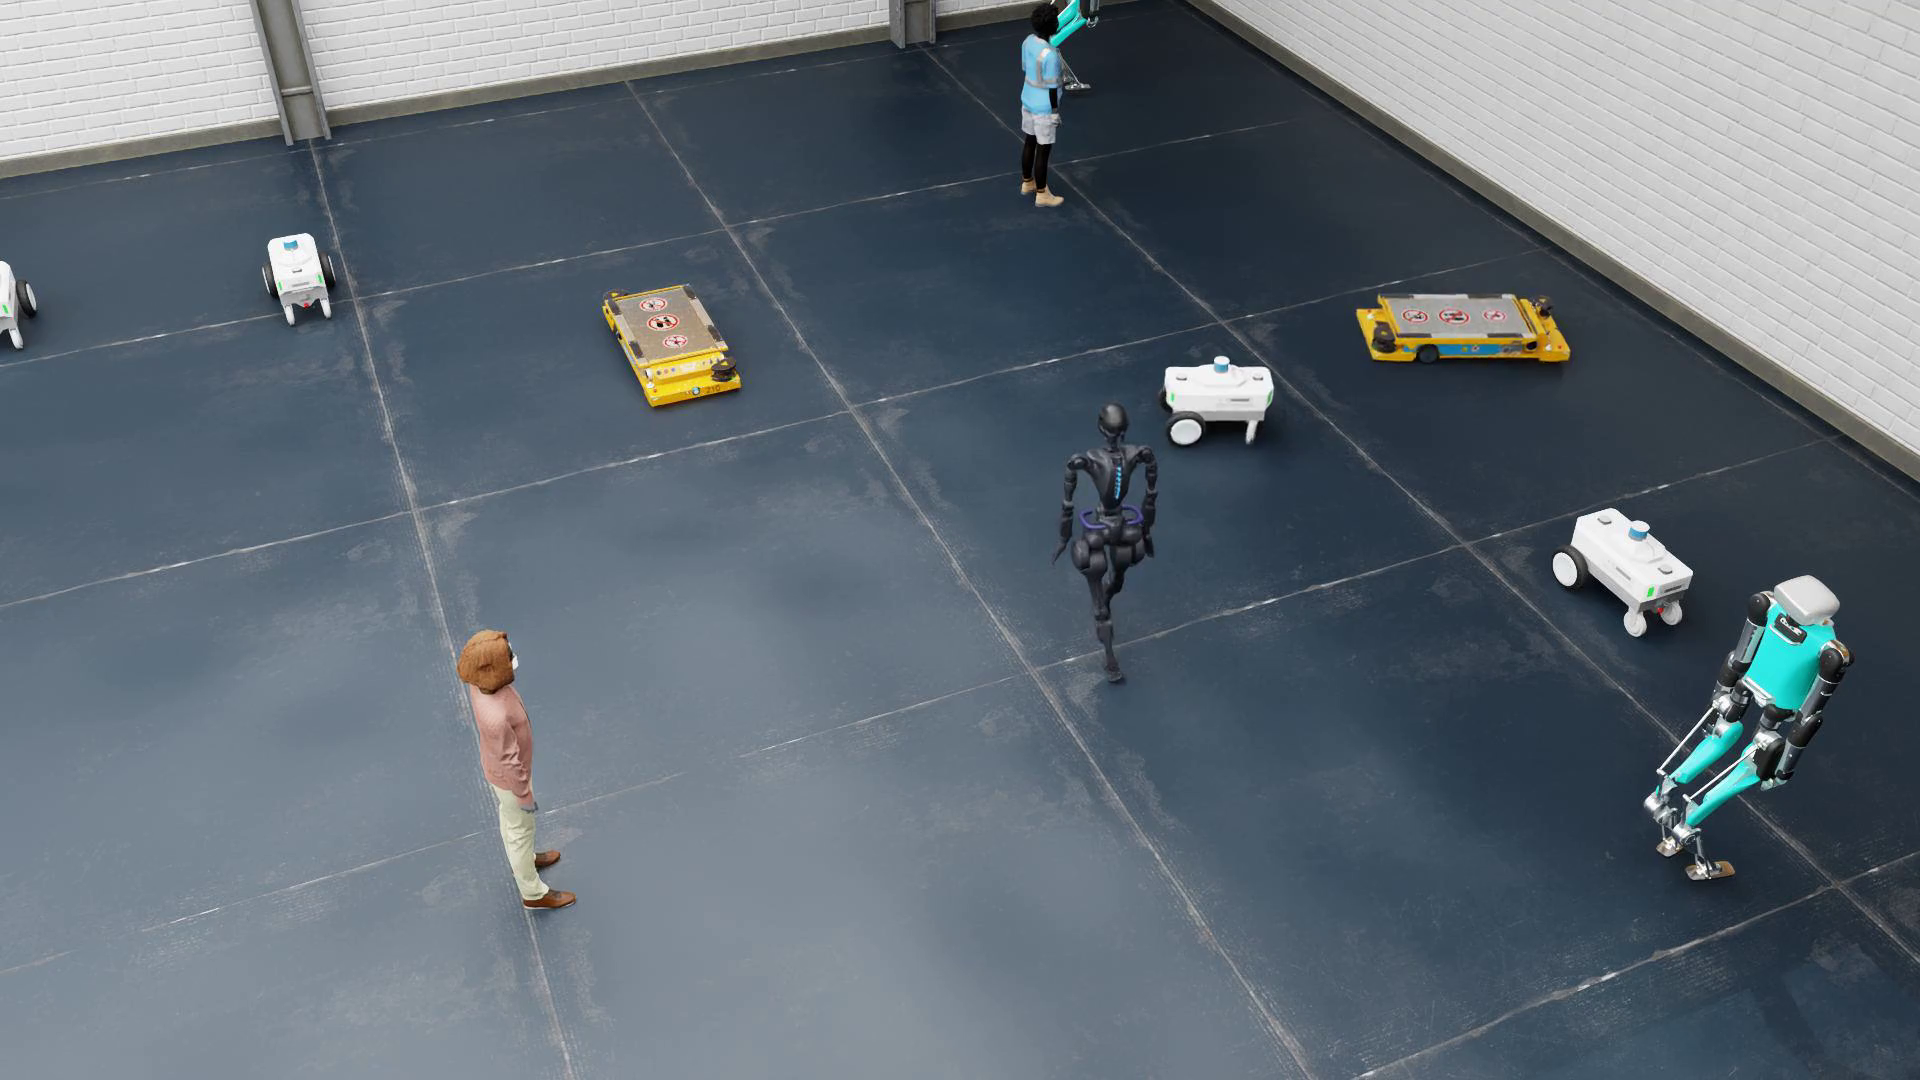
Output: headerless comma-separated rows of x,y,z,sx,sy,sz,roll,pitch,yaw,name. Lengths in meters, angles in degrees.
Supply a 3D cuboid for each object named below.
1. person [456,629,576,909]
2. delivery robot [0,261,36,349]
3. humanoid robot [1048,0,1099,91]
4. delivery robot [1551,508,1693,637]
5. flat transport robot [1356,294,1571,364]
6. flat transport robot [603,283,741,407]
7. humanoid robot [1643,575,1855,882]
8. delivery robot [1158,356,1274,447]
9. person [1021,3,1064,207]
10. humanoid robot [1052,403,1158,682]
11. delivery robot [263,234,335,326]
-2.083,1.065,7.765,0.287,1.633,0.496,-15,40,-18,person
-7.190,-1.765,12.312,0.499,0.566,0.739,-15,40,-18,delivery robot
0.989,-5.023,15.498,0.735,1.677,0.533,-15,40,-18,humanoid robot
3.950,0.142,9.831,0.499,0.566,0.739,-15,40,-18,delivery robot
3.716,-1.565,12.310,1.431,0.231,0.659,0,38,0,flat transport robot
-2.132,-1.463,12.179,0.659,0.231,1.431,-15,40,-18,flat transport robot
3.545,0.938,7.738,0.735,1.677,0.533,-15,40,-18,humanoid robot
1.726,-0.967,11.291,0.758,0.586,0.512,0,38,0,delivery robot
0.684,-3.607,13.795,0.319,1.696,0.532,-15,40,-18,person
0.797,-0.047,9.209,0.583,1.632,0.760,-9,38,-11,humanoid robot
-5.043,-2.040,12.671,0.499,0.566,0.739,-15,40,-18,delivery robot
